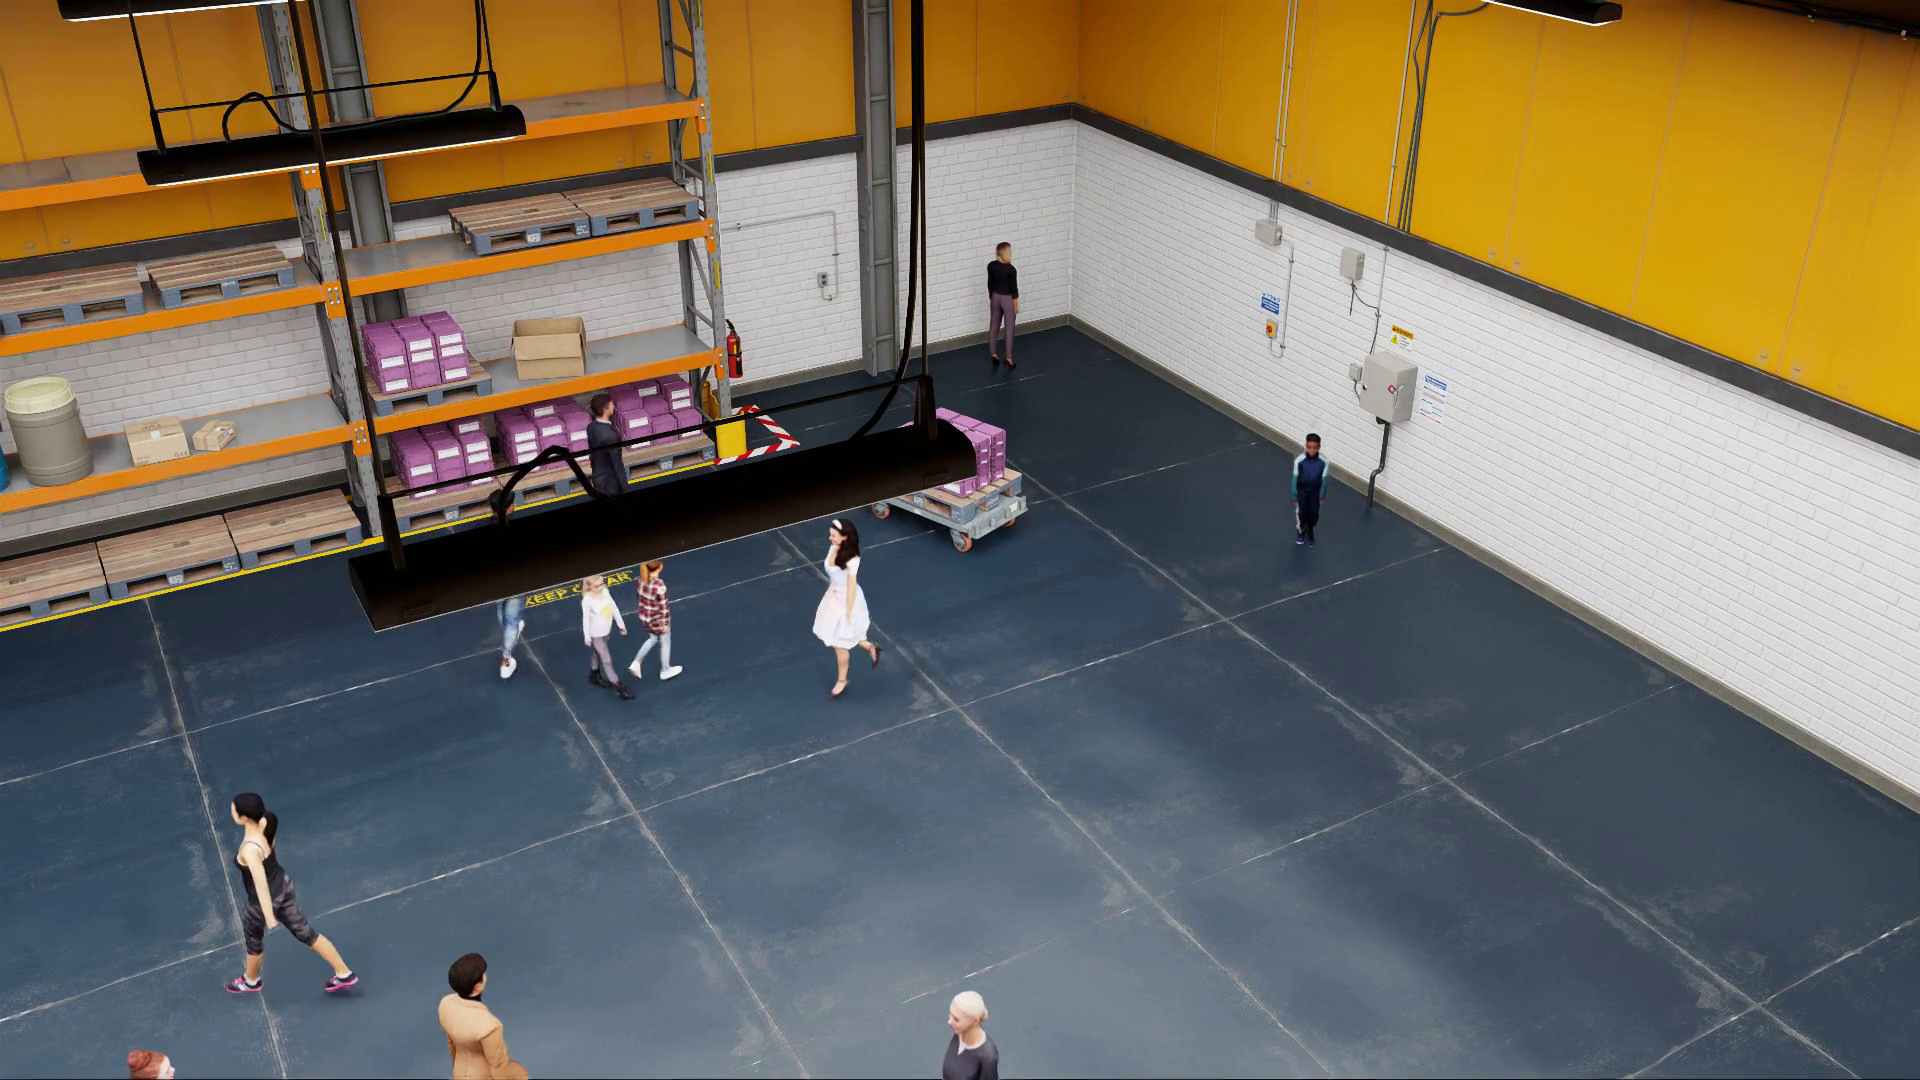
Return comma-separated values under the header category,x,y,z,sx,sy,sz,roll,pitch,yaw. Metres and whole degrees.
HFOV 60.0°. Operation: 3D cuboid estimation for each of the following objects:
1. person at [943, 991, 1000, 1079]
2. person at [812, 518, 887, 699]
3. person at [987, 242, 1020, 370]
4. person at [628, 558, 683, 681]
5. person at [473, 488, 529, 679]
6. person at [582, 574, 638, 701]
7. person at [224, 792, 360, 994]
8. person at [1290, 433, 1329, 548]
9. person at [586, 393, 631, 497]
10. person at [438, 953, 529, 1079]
category,x,y,z,sx,sy,sz,roll,pitch,yaw
person,0.166,3.272,9.717,0.913,1.702,0.665,-19,34,-31
person,-0.929,0.593,14.531,0.887,1.794,0.646,-14,32,-24
person,0.542,-2.989,21.231,0.677,1.667,0.676,18,33,29
person,-2.769,0.708,14.842,0.652,1.294,0.787,23,36,36
person,-4.084,0.423,14.869,1.093,1.768,1.131,4,29,8
person,-3.240,0.800,14.717,0.831,1.253,0.829,12,31,21
person,-4.564,2.440,11.268,1.235,1.676,0.996,0,29,0
person,3.611,-0.551,17.202,0.605,1.246,0.674,5,29,9
person,-3.544,-0.542,16.562,1.138,1.841,0.734,-21,35,-34
person,-2.870,3.206,9.821,0.849,1.716,0.946,19,34,31
